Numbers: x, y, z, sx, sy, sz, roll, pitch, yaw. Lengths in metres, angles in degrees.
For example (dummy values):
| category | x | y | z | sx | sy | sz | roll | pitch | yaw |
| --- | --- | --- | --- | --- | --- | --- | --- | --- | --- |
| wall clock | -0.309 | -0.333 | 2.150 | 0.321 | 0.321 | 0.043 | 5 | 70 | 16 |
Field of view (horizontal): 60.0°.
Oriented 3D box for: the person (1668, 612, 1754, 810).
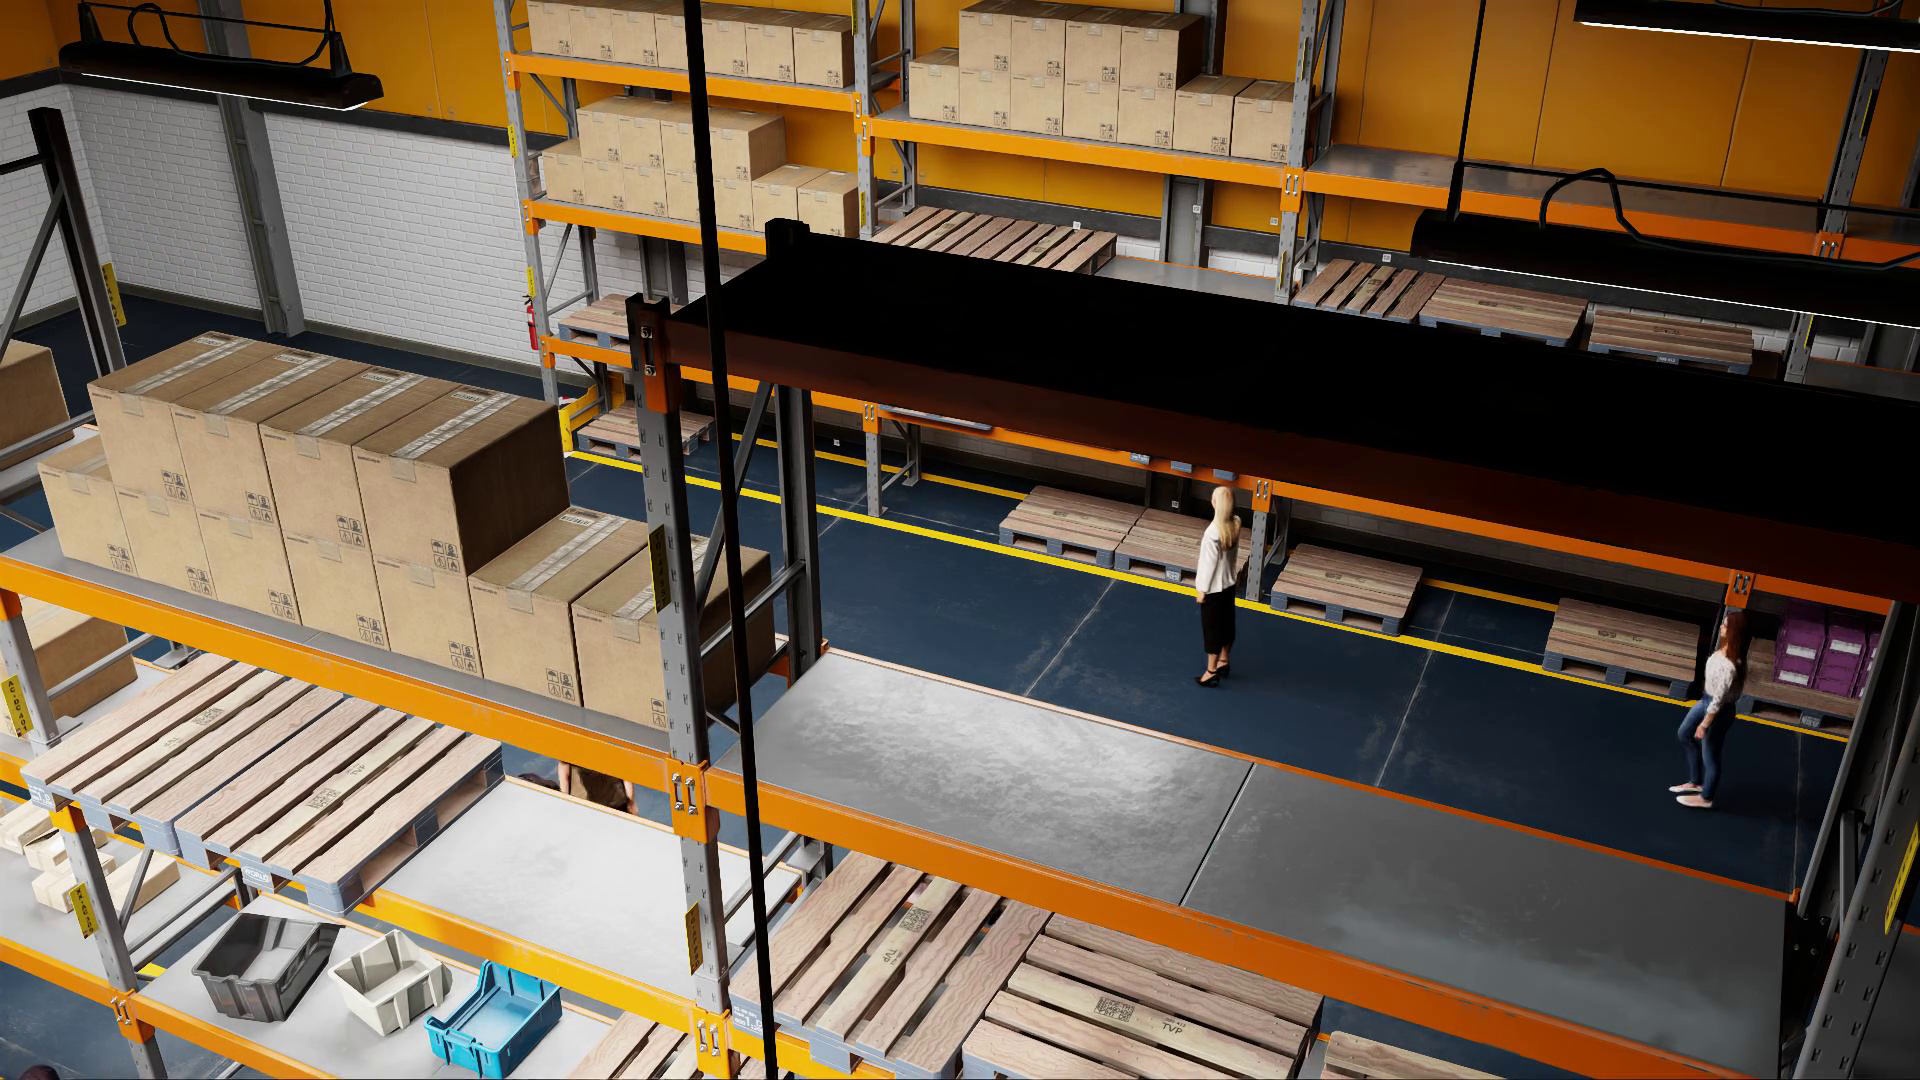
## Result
| category | x | y | z | sx | sy | sz | roll | pitch | yaw |
| --- | --- | --- | --- | --- | --- | --- | --- | --- | --- |
| person | 5.744 | 1.301 | 12.433 | 0.600 | 1.720 | 0.621 | 10 | 30 | 17 |

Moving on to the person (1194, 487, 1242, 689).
| category | x | y | z | sx | sy | sz | roll | pitch | yaw |
| --- | --- | --- | --- | --- | --- | --- | --- | --- | --- |
| person | 2.159 | 0.396 | 13.949 | 0.622 | 1.857 | 0.679 | 23 | 36 | 36 |
